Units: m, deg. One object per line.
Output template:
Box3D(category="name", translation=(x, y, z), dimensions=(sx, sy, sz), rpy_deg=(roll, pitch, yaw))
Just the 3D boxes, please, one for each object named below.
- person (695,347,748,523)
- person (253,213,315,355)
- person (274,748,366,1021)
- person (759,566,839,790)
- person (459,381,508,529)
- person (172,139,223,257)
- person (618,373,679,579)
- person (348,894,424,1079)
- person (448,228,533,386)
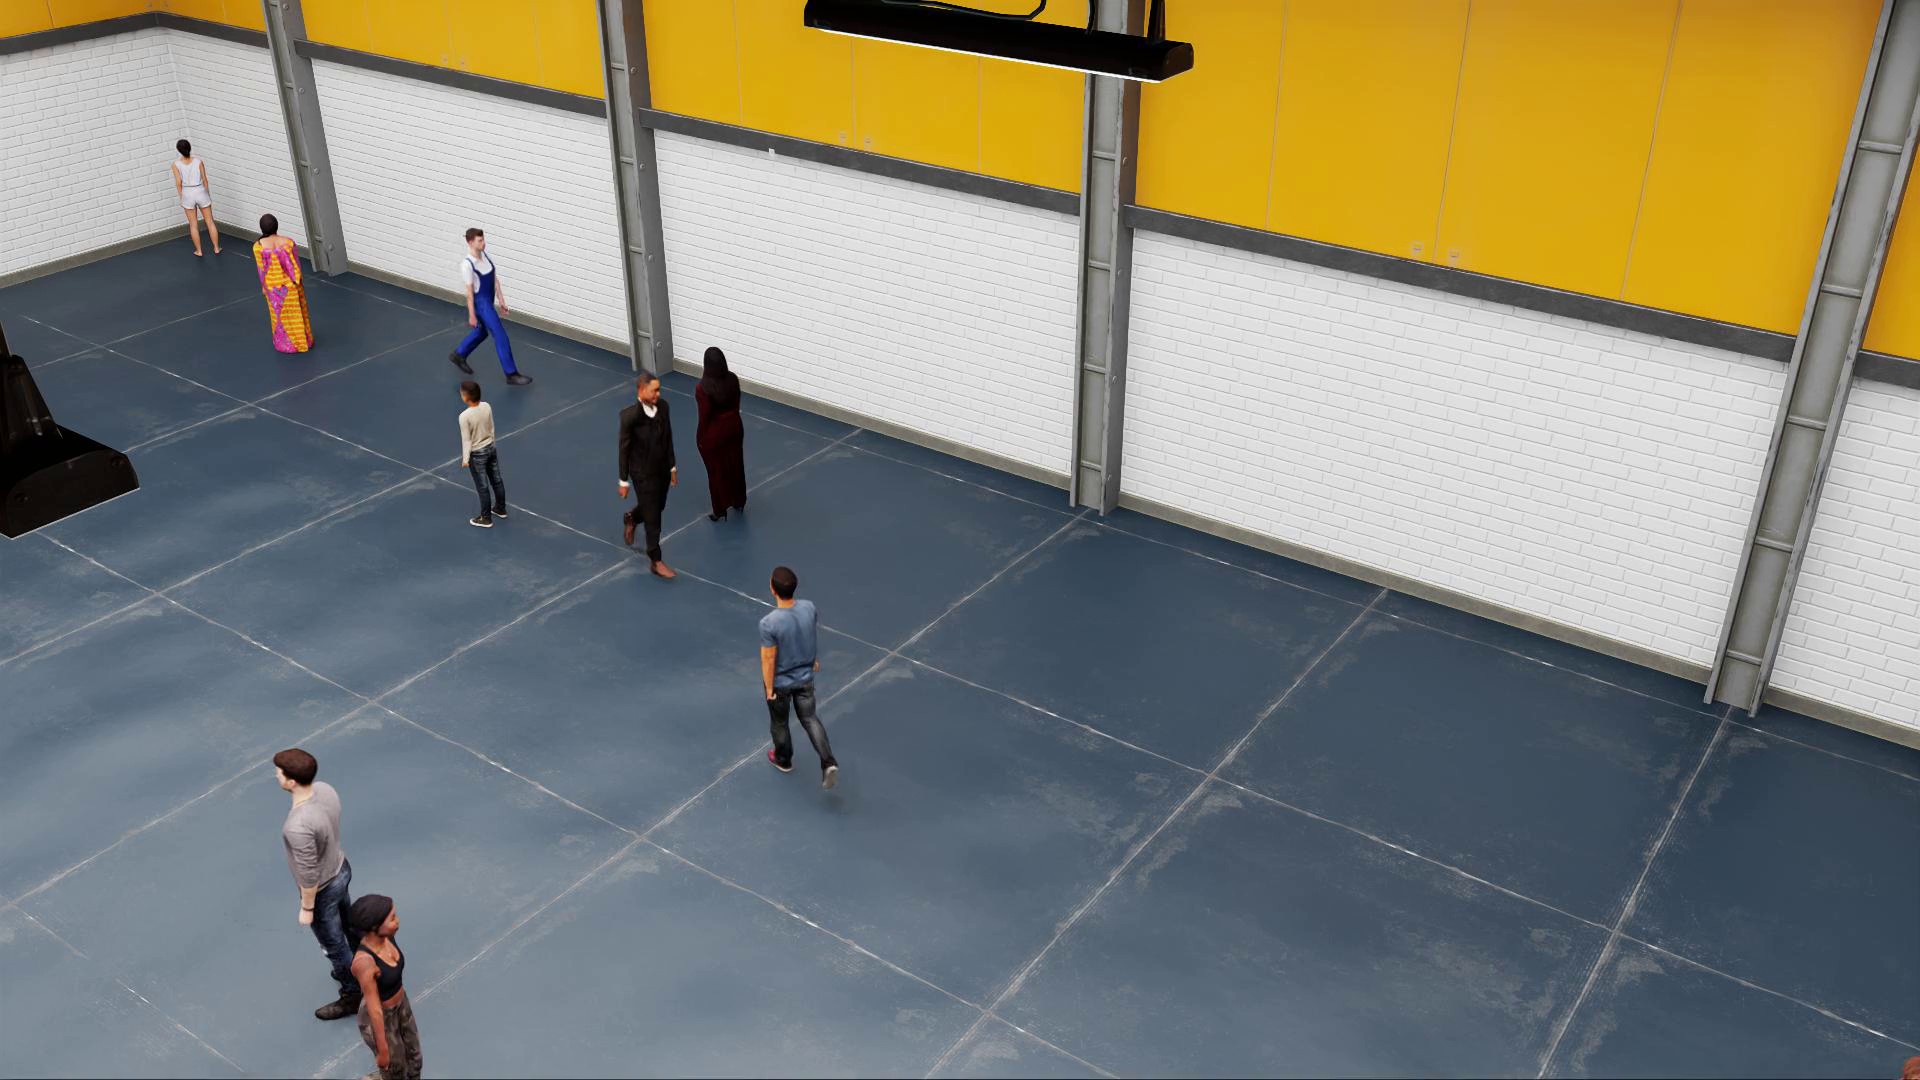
Box3D(category="person", translation=(-2.266, -1.014, 15.820), dimensions=(0.623, 1.757, 0.680), rpy_deg=(23, 36, 36))
Box3D(category="person", translation=(-8.027, -3.064, 19.655), dimensions=(0.760, 1.685, 0.799), rpy_deg=(-14, 32, -24))
Box3D(category="person", translation=(-3.829, 2.058, 10.033), dimensions=(0.798, 1.906, 0.784), rpy_deg=(0, 29, 0))
Box3D(category="person", translation=(-1.171, 1.023, 12.052), dimensions=(0.878, 1.791, 1.128), rpy_deg=(-20, 35, -32))
Box3D(category="person", translation=(-4.540, -0.830, 15.789), dimensions=(0.526, 1.466, 0.561), rpy_deg=(15, 32, 26))
Box3D(category="person", translation=(-10.443, -4.680, 22.706), dimensions=(0.658, 1.600, 0.691), rpy_deg=(-15, 32, -25))
Box3D(category="person", translation=(-2.843, -0.636, 15.013), dimensions=(0.873, 1.867, 1.279), rpy_deg=(-22, 36, -35))
Box3D(category="person", translation=(-3.238, 2.666, 9.166), dimensions=(1.034, 1.670, 0.895), rpy_deg=(2, 29, 4))
Box3D(category="person", translation=(-5.429, -2.630, 18.727), dimensions=(1.370, 1.810, 0.968), rpy_deg=(6, 29, 11))
